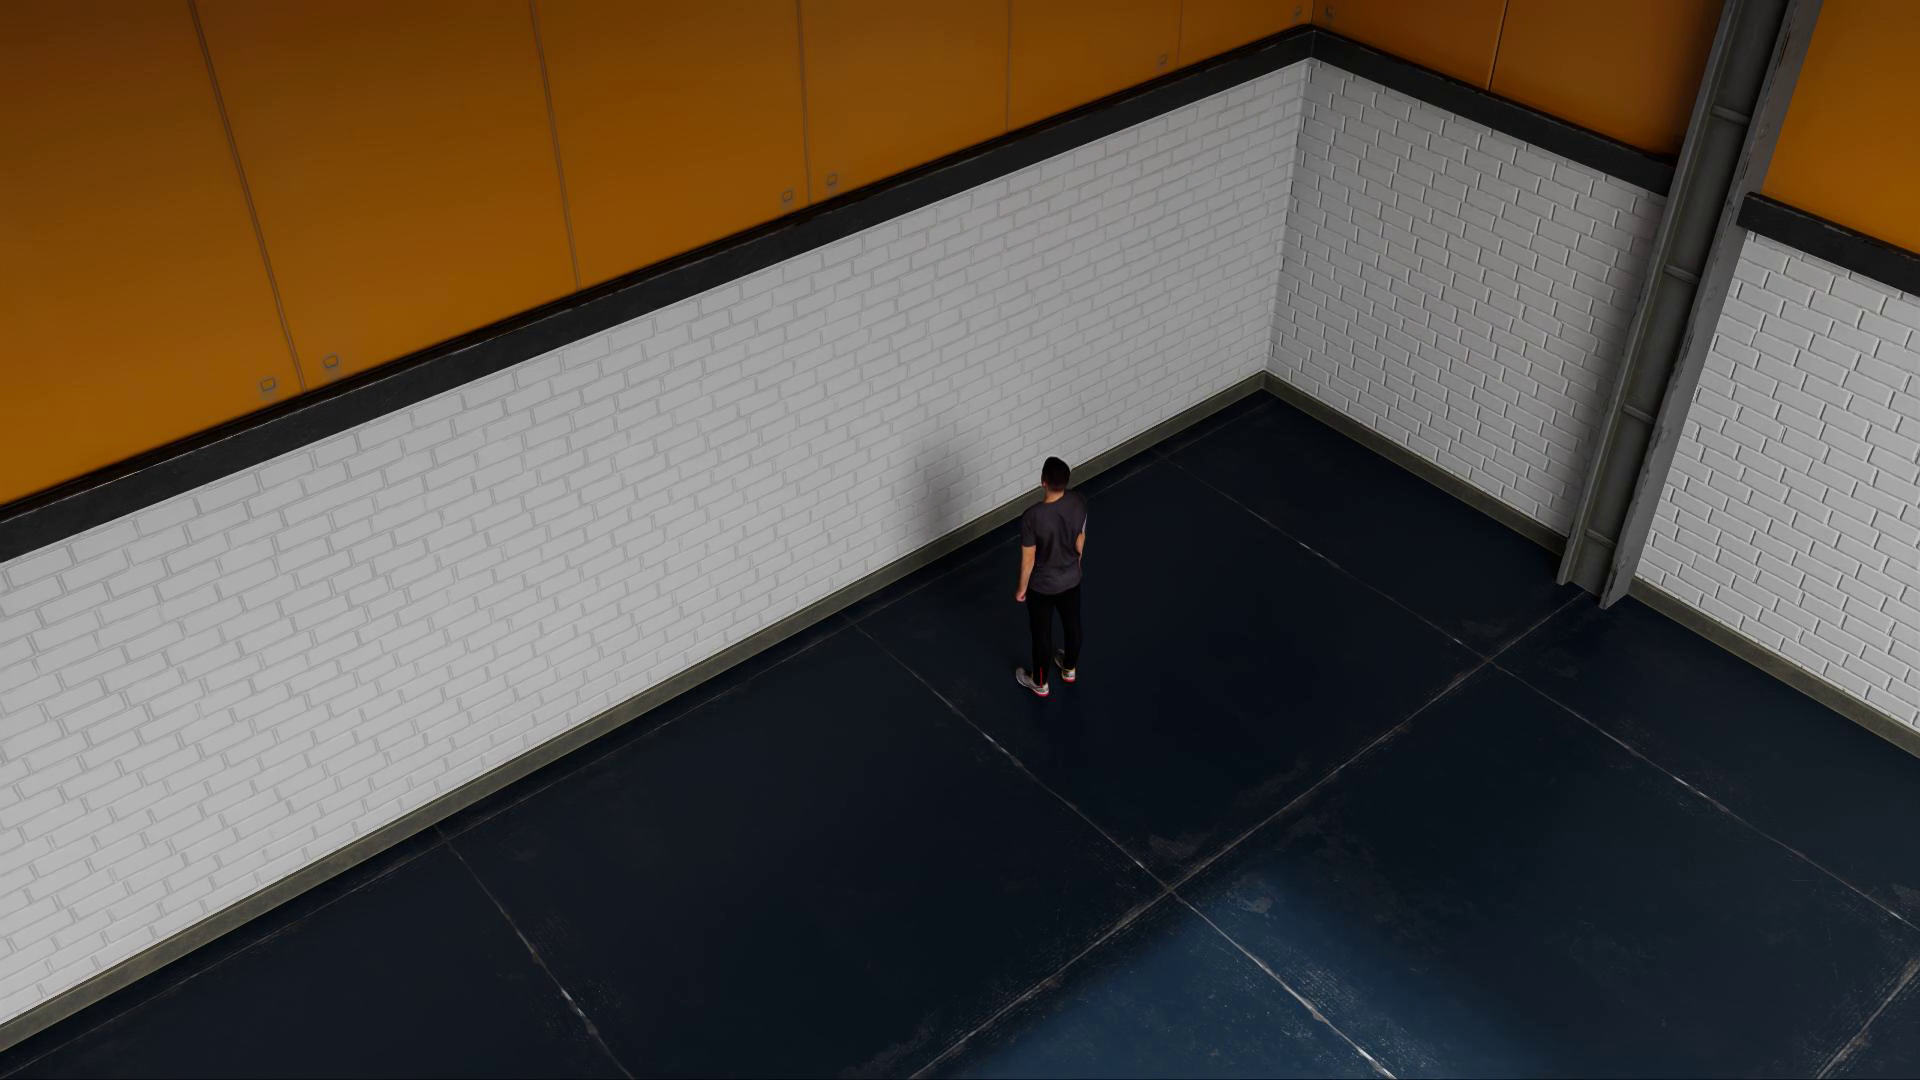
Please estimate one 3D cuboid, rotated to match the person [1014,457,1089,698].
[{"bbox_3d":[0.577,0.234,10.294,0.672,1.764,0.612,-20,43,-23],"label":"person"}]
